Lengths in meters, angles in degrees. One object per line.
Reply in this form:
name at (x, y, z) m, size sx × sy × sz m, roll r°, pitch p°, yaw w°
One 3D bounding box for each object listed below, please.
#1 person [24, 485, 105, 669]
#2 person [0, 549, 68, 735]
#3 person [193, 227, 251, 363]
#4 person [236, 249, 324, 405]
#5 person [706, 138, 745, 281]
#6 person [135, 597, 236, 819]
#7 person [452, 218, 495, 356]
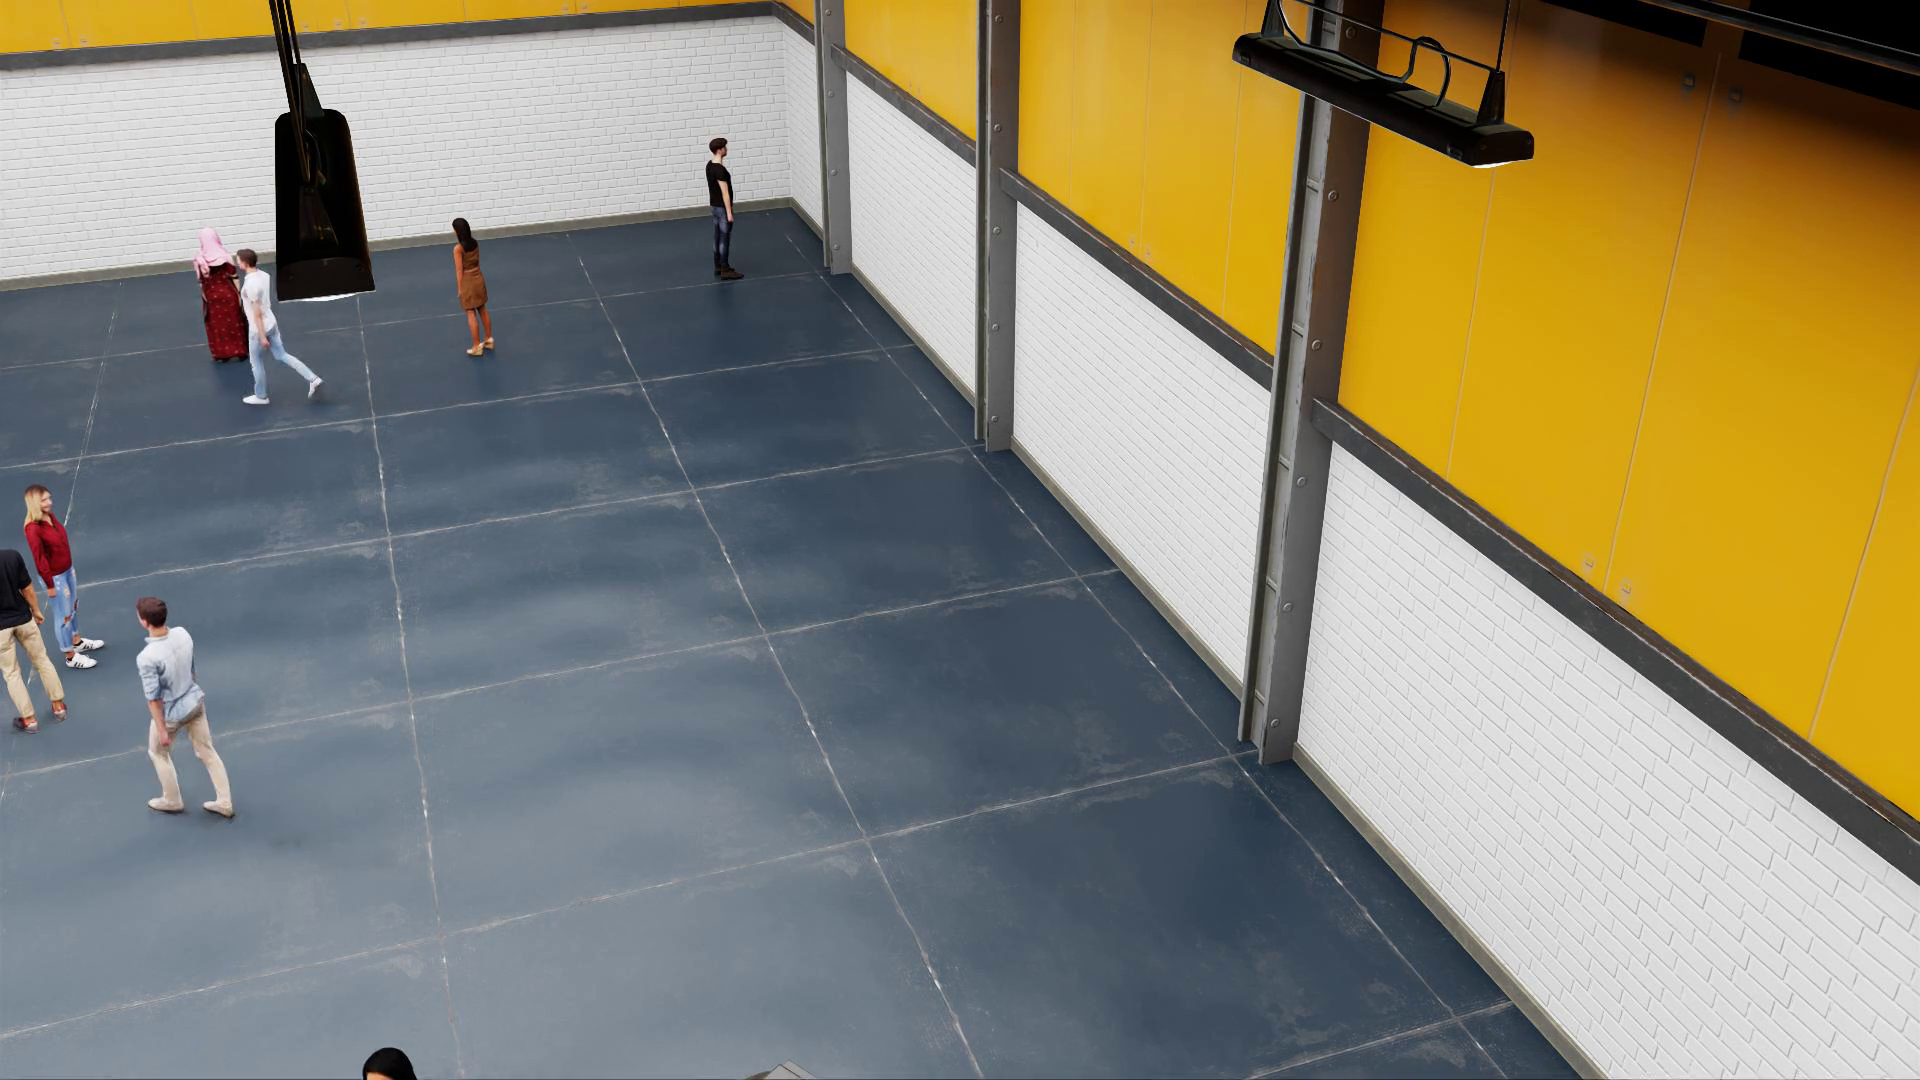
person at (-7.560, 0.285, 13.921) m, size 0.698 × 1.634 × 0.517 m, roll -5°, pitch 29°, yaw -9°
person at (-7.431, 0.656, 13.008) m, size 0.714 × 1.857 × 0.725 m, roll 22°, pitch 35°, yaw 34°
person at (-8.800, -2.920, 19.797) m, size 0.730 × 1.632 × 0.674 m, roll -5°, pitch 29°, yaw -9°
person at (-7.677, -2.360, 18.570) m, size 1.016 × 1.824 × 1.180 m, roll 1°, pitch 29°, yaw 1°
person at (-3.210, -4.461, 22.347) m, size 0.775 × 1.896 × 0.555 m, roll -15°, pitch 32°, yaw -25°
person at (-5.539, 1.253, 11.944) m, size 1.011 × 1.828 × 0.963 m, roll 10°, pitch 30°, yaw 18°
person at (-5.873, -3.054, 19.988) m, size 0.695 × 1.686 × 0.617 m, roll 9°, pitch 30°, yaw 16°
